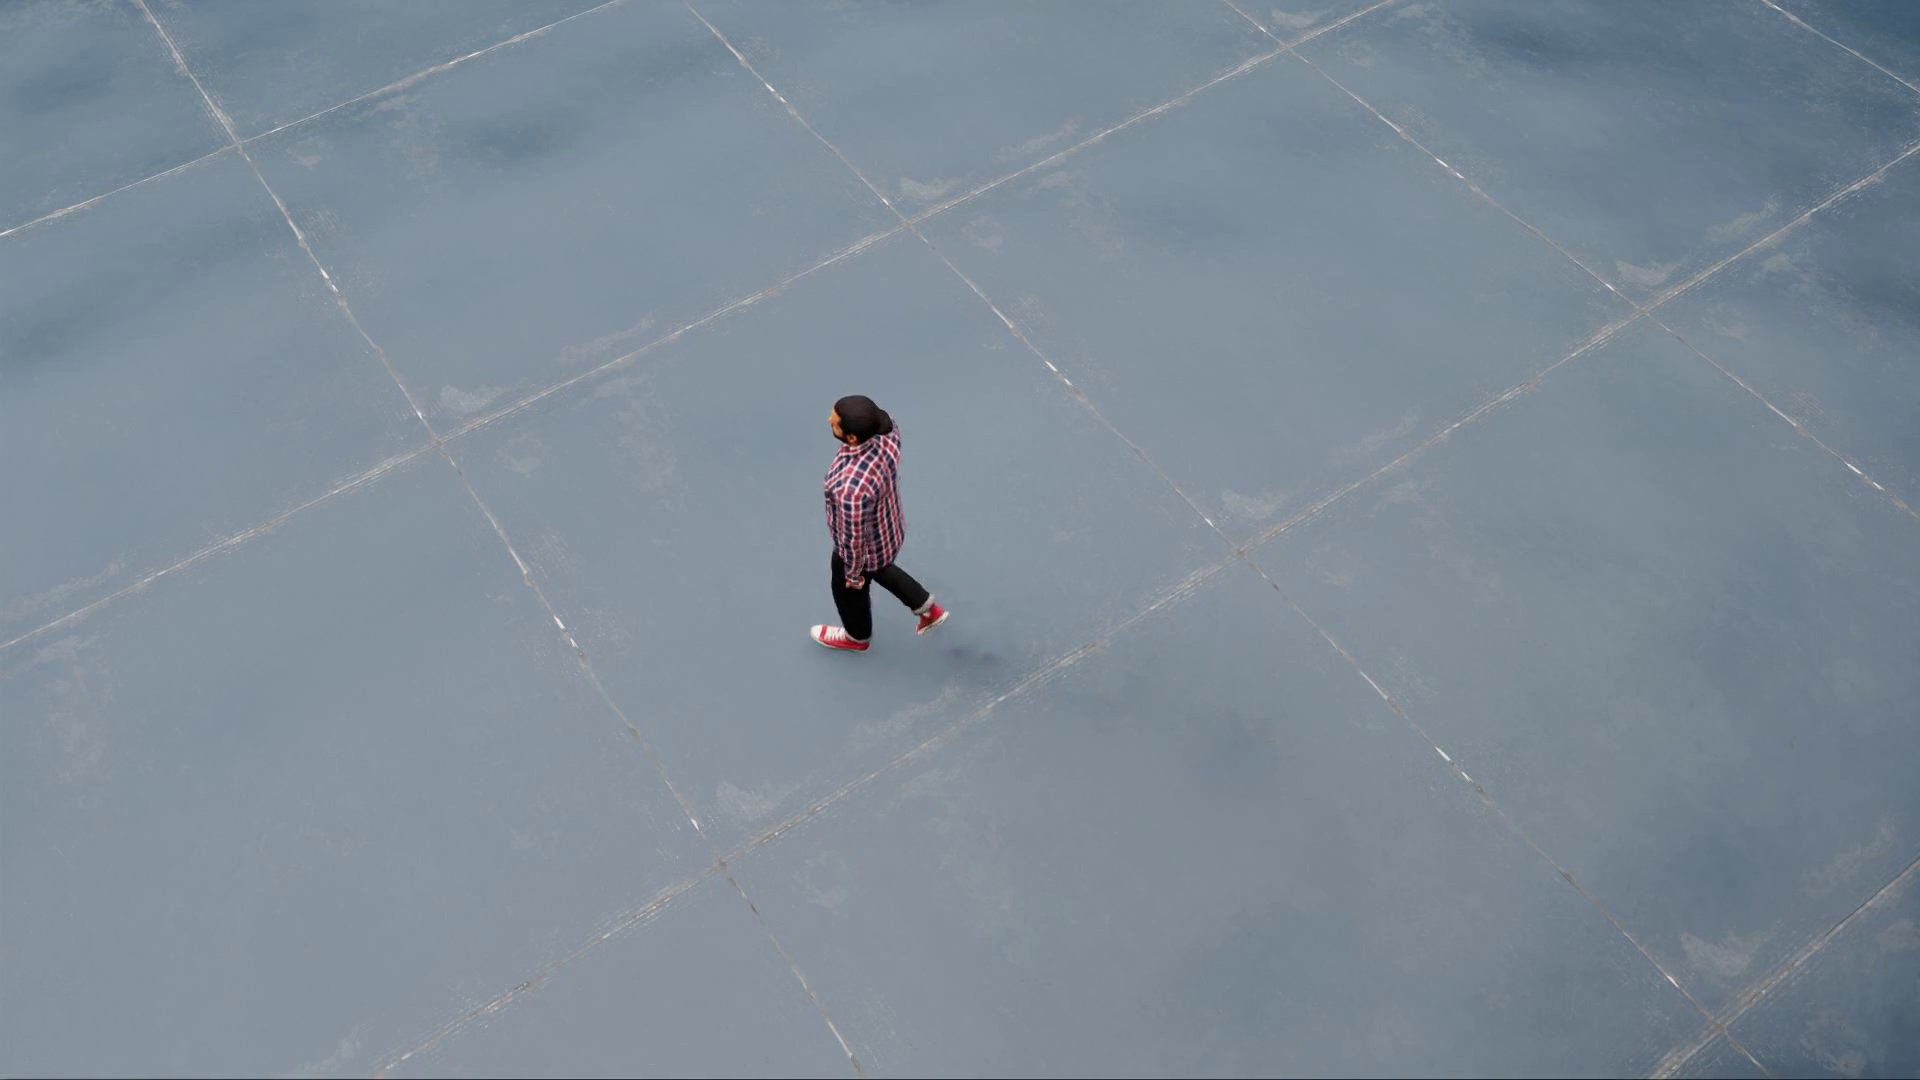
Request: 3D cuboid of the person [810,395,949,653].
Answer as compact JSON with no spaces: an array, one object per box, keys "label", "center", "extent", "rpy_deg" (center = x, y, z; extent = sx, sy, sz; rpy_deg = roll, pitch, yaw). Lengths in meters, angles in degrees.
[{"label":"person","center":[-0.355,-0.033,7.332],"extent":[1.048,1.749,0.969],"rpy_deg":[13,53,10]}]
